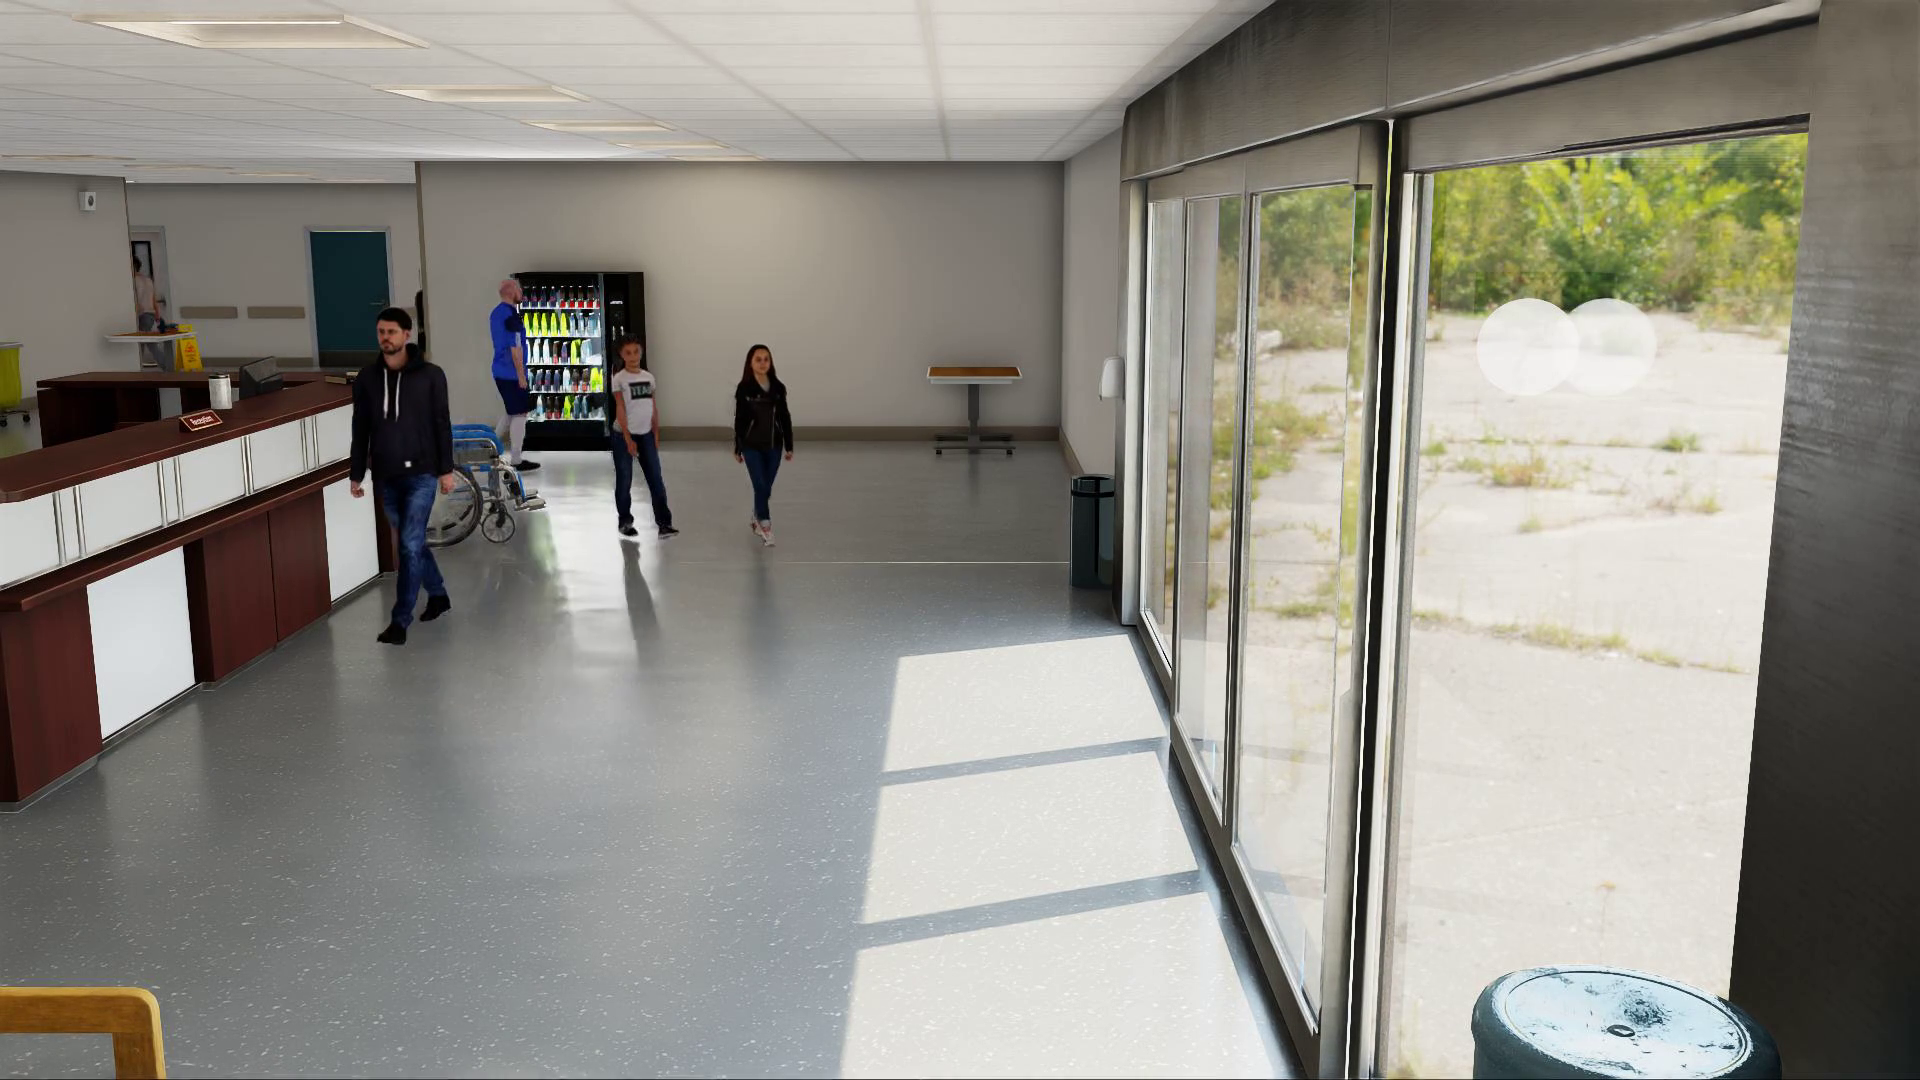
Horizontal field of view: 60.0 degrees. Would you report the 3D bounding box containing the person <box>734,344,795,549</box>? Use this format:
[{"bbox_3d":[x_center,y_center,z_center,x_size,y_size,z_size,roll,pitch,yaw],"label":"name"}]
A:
[{"bbox_3d":[-1.468,-0.690,12.215,0.984,1.452,0.892,-5,12,-24],"label":"person"}]

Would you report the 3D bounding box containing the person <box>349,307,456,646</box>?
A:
[{"bbox_3d":[-3.096,-0.354,9.410,1.175,1.838,0.818,1,11,5],"label":"person"}]

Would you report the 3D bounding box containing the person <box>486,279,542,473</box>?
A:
[{"bbox_3d":[-4.303,-1.534,15.669,0.937,1.822,0.876,-7,13,-34],"label":"person"}]

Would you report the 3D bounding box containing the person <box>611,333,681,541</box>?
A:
[{"bbox_3d":[-2.470,-0.753,12.359,0.975,1.522,0.969,-8,14,-37],"label":"person"}]
